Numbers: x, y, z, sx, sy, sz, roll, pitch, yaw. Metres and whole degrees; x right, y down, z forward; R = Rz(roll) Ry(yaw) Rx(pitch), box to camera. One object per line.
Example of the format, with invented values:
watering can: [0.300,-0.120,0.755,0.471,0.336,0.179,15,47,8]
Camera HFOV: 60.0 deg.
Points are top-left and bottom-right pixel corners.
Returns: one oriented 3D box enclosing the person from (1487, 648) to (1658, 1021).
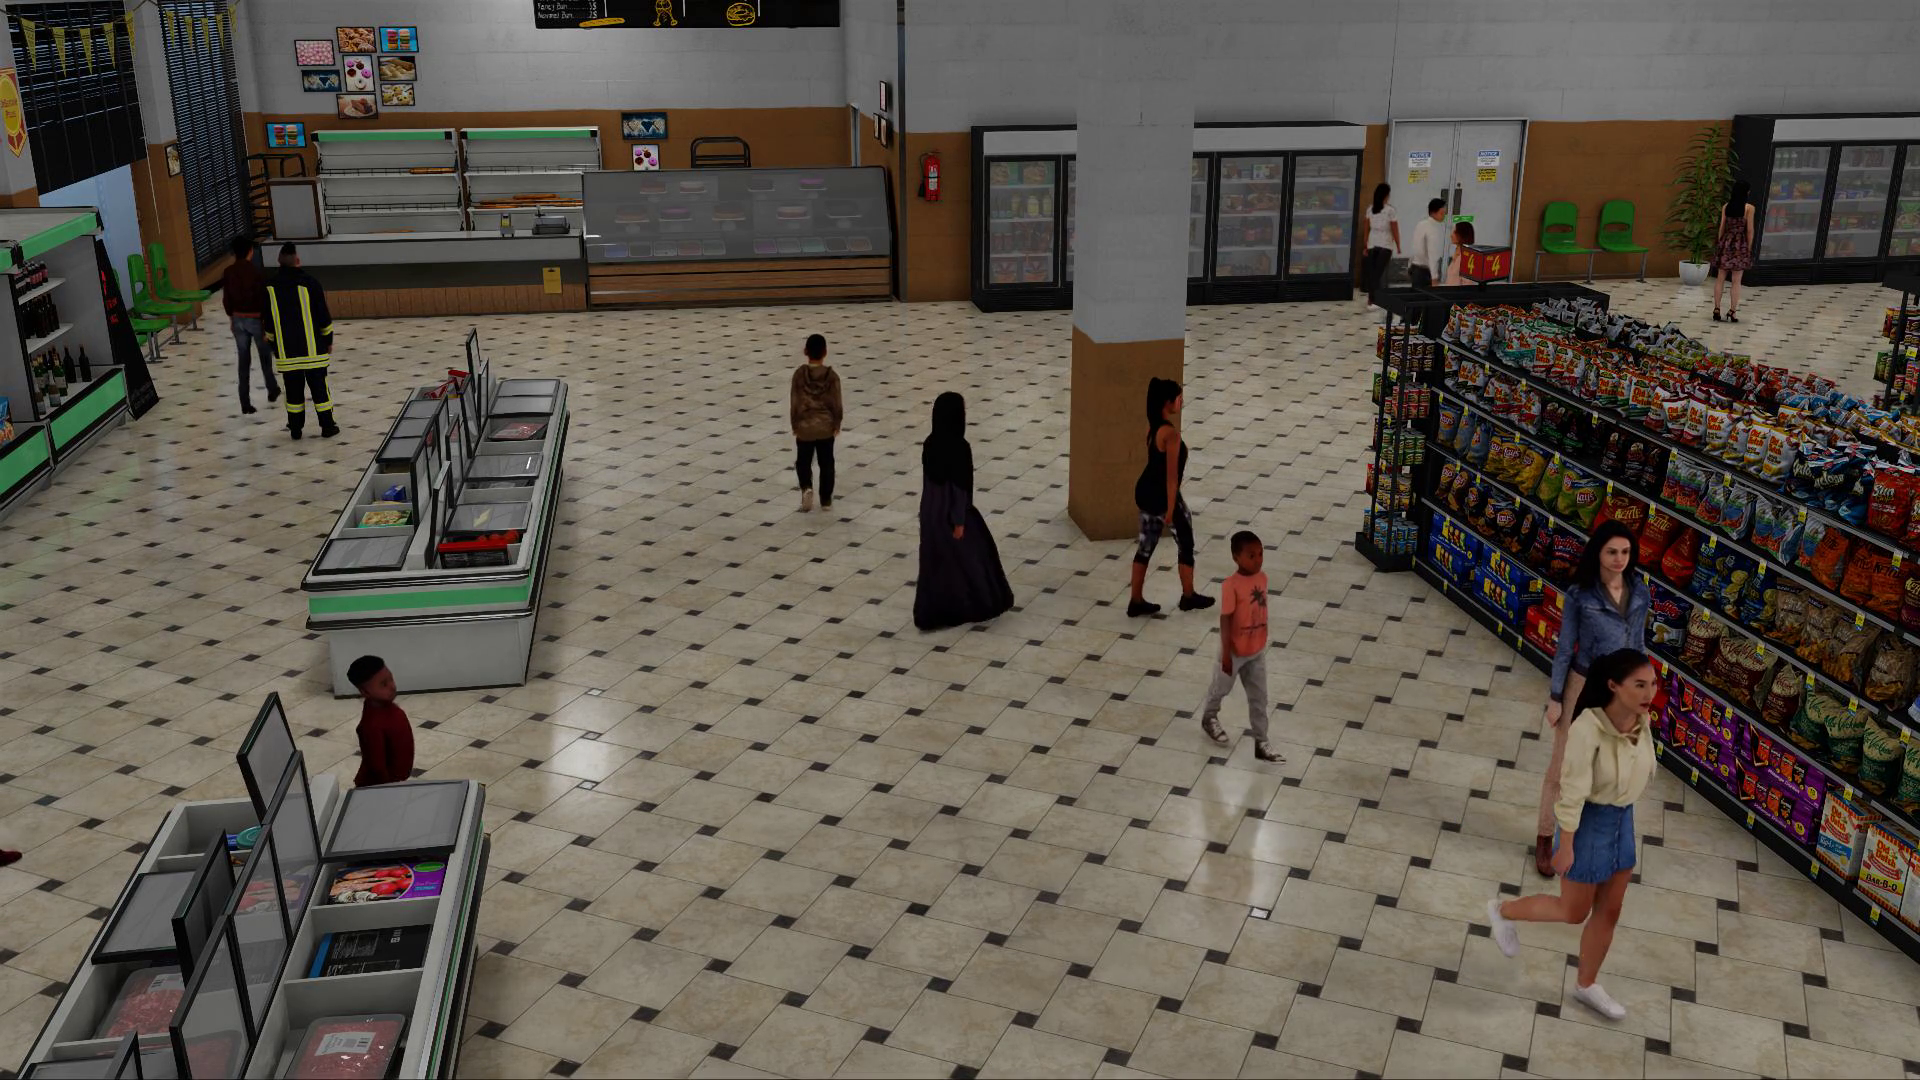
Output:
person: [2.565,1.174,6.882,0.846,1.612,0.989,-12,22,-31]

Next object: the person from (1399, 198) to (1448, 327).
person: [5.244,-3.025,19.101,0.851,1.763,0.644,-5,19,-14]

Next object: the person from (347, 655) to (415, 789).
person: [-2.716,1.122,7.643,0.582,1.224,0.804,-3,19,-9]

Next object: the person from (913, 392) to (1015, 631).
person: [-0.143,-0.175,10.887,0.916,1.611,0.979,-13,23,-35]

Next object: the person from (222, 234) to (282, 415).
person: [-6.982,-2.051,16.275,0.759,1.722,1.239,-1,19,-2]

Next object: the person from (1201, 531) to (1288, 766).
person: [1.511,0.570,9.194,0.683,1.280,0.956,-10,21,-26]

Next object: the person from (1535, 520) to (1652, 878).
person: [3.010,0.752,7.881,0.628,1.774,0.580,-2,19,-5]

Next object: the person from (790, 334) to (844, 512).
person: [-1.153,-0.906,13.311,0.614,1.447,0.746,-2,19,-5]

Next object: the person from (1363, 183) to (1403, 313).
person: [5.397,-3.763,21.508,0.930,1.623,0.930,17,25,42]

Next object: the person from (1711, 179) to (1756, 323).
person: [9.707,-3.630,20.878,0.857,1.773,0.777,-16,24,-39]

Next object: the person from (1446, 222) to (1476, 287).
person: [5.154,-2.389,17.167,0.697,1.792,0.537,1,19,3]

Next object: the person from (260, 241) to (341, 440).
person: [-6.165,-1.868,15.517,0.737,1.861,0.657,-3,19,-10]

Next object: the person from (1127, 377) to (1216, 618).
person: [1.262,-0.263,11.096,0.771,1.644,0.839,-9,20,-24]
